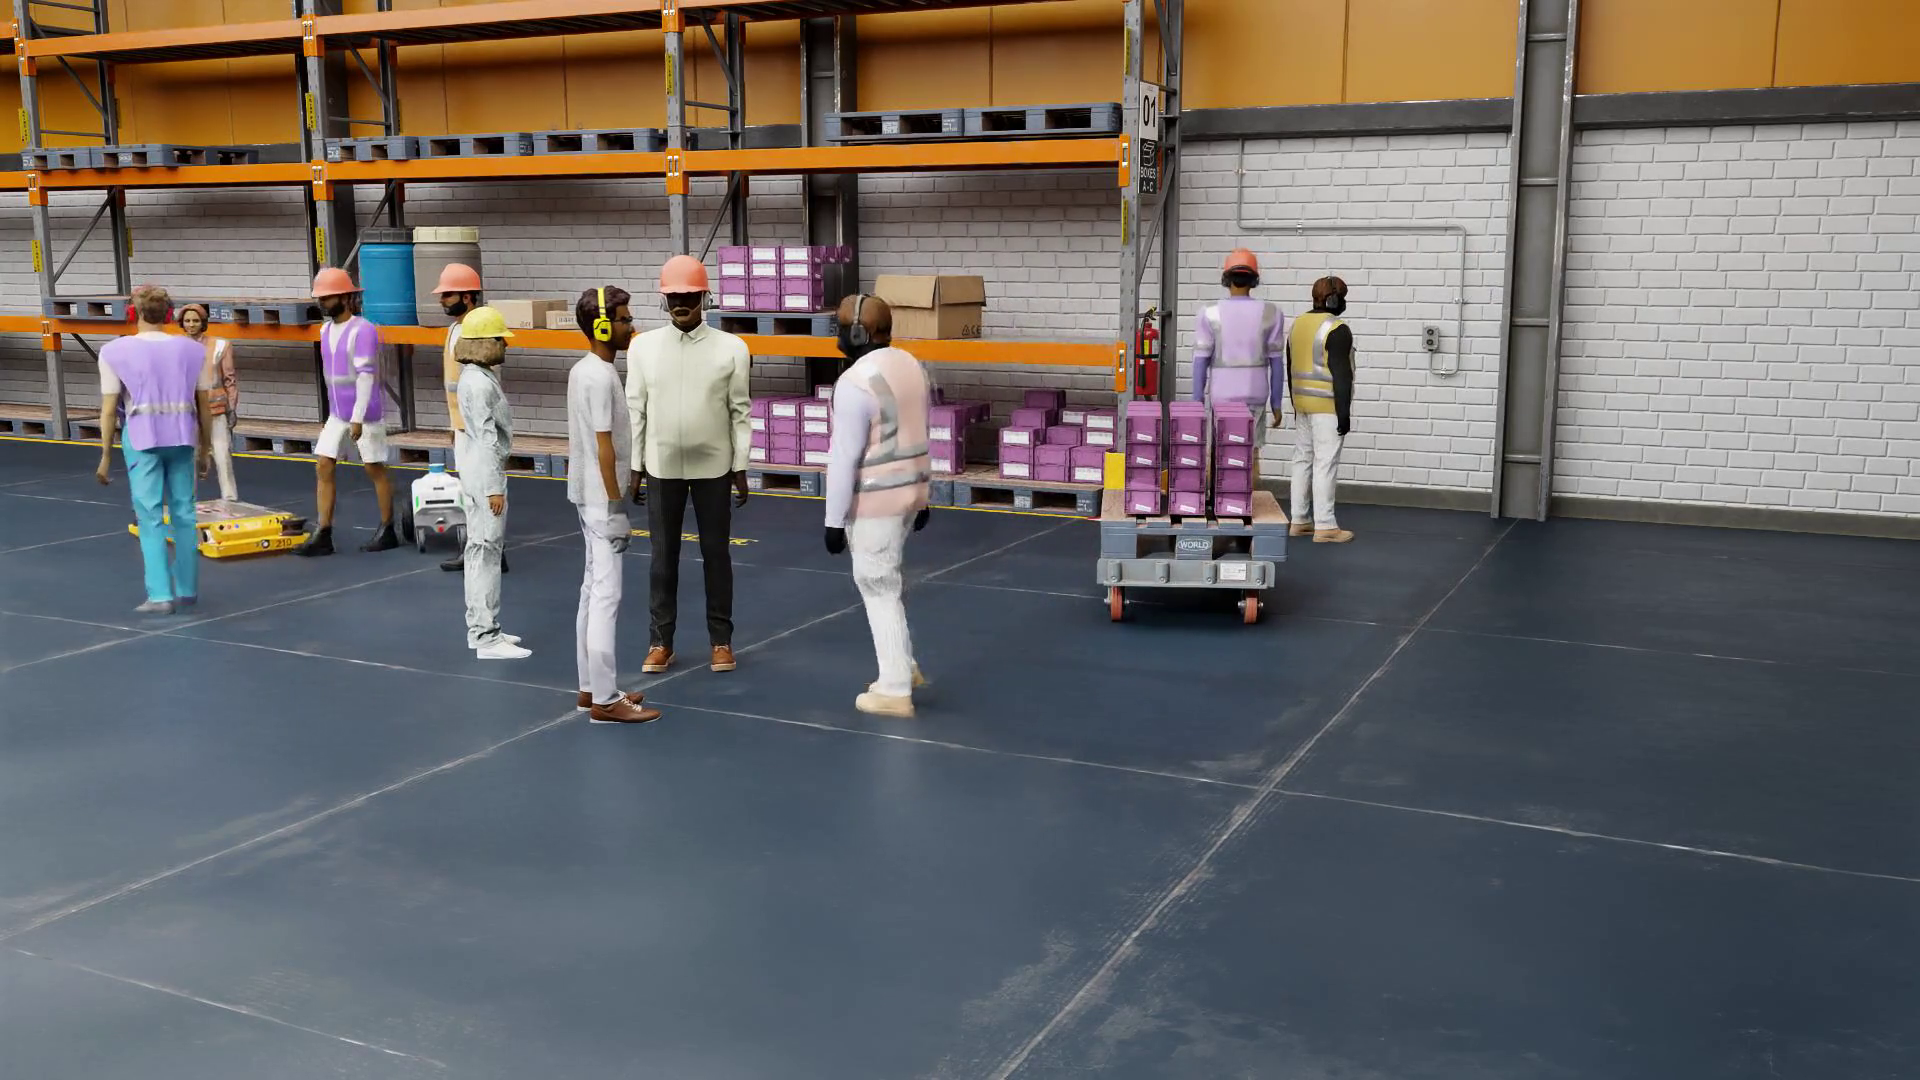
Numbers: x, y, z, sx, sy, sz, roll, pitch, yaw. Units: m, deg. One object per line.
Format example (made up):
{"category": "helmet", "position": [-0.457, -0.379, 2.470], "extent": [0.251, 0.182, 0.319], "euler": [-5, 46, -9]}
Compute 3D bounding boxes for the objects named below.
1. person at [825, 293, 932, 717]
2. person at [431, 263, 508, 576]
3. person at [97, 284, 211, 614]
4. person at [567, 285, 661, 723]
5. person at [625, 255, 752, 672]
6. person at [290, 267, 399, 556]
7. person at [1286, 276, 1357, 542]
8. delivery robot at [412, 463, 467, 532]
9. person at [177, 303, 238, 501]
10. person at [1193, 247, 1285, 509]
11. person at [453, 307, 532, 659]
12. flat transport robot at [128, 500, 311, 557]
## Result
{"category": "person", "position": [-0.359, -0.142, 7.212], "extent": [0.468, 1.833, 0.670], "euler": [5, 11, 26]}
{"category": "person", "position": [-3.039, -0.734, 10.306], "extent": [0.377, 1.938, 0.547], "euler": [-8, 13, -39]}
{"category": "person", "position": [-4.479, -0.501, 9.293], "extent": [0.580, 1.846, 0.417], "euler": [-10, 14, -44]}
{"category": "person", "position": [-1.516, -0.150, 7.161], "extent": [0.333, 1.871, 0.520], "euler": [-4, 11, -21]}
{"category": "person", "position": [-1.300, -0.354, 7.971], "extent": [0.608, 1.995, 0.376], "euler": [-1, 10, -4]}
{"category": "person", "position": [-4.085, -0.821, 10.934], "extent": [0.552, 1.900, 0.854], "euler": [6, 11, 30]}
{"category": "person", "position": [2.533, -0.911, 11.596], "extent": [0.429, 1.841, 0.634], "euler": [-4, 11, -22]}
{"category": "delivery robot", "position": [-3.579, -0.283, 11.412], "extent": [0.477, 0.478, 0.707], "euler": [-3, 10, -18]}
{"category": "person", "position": [-5.668, -0.950, 12.435], "extent": [0.514, 1.630, 0.318], "euler": [-4, 11, -23]}
{"category": "person", "position": [1.926, -0.997, 11.529], "extent": [0.625, 2.040, 0.386], "euler": [1, 10, 6]}
{"category": "person", "position": [-2.336, -0.283, 8.286], "extent": [0.295, 1.744, 0.491], "euler": [-4, 11, -22]}
{"category": "flat transport robot", "position": [-5.106, -0.100, 11.445], "extent": [1.431, 0.197, 0.652], "euler": [9, 13, 42]}
